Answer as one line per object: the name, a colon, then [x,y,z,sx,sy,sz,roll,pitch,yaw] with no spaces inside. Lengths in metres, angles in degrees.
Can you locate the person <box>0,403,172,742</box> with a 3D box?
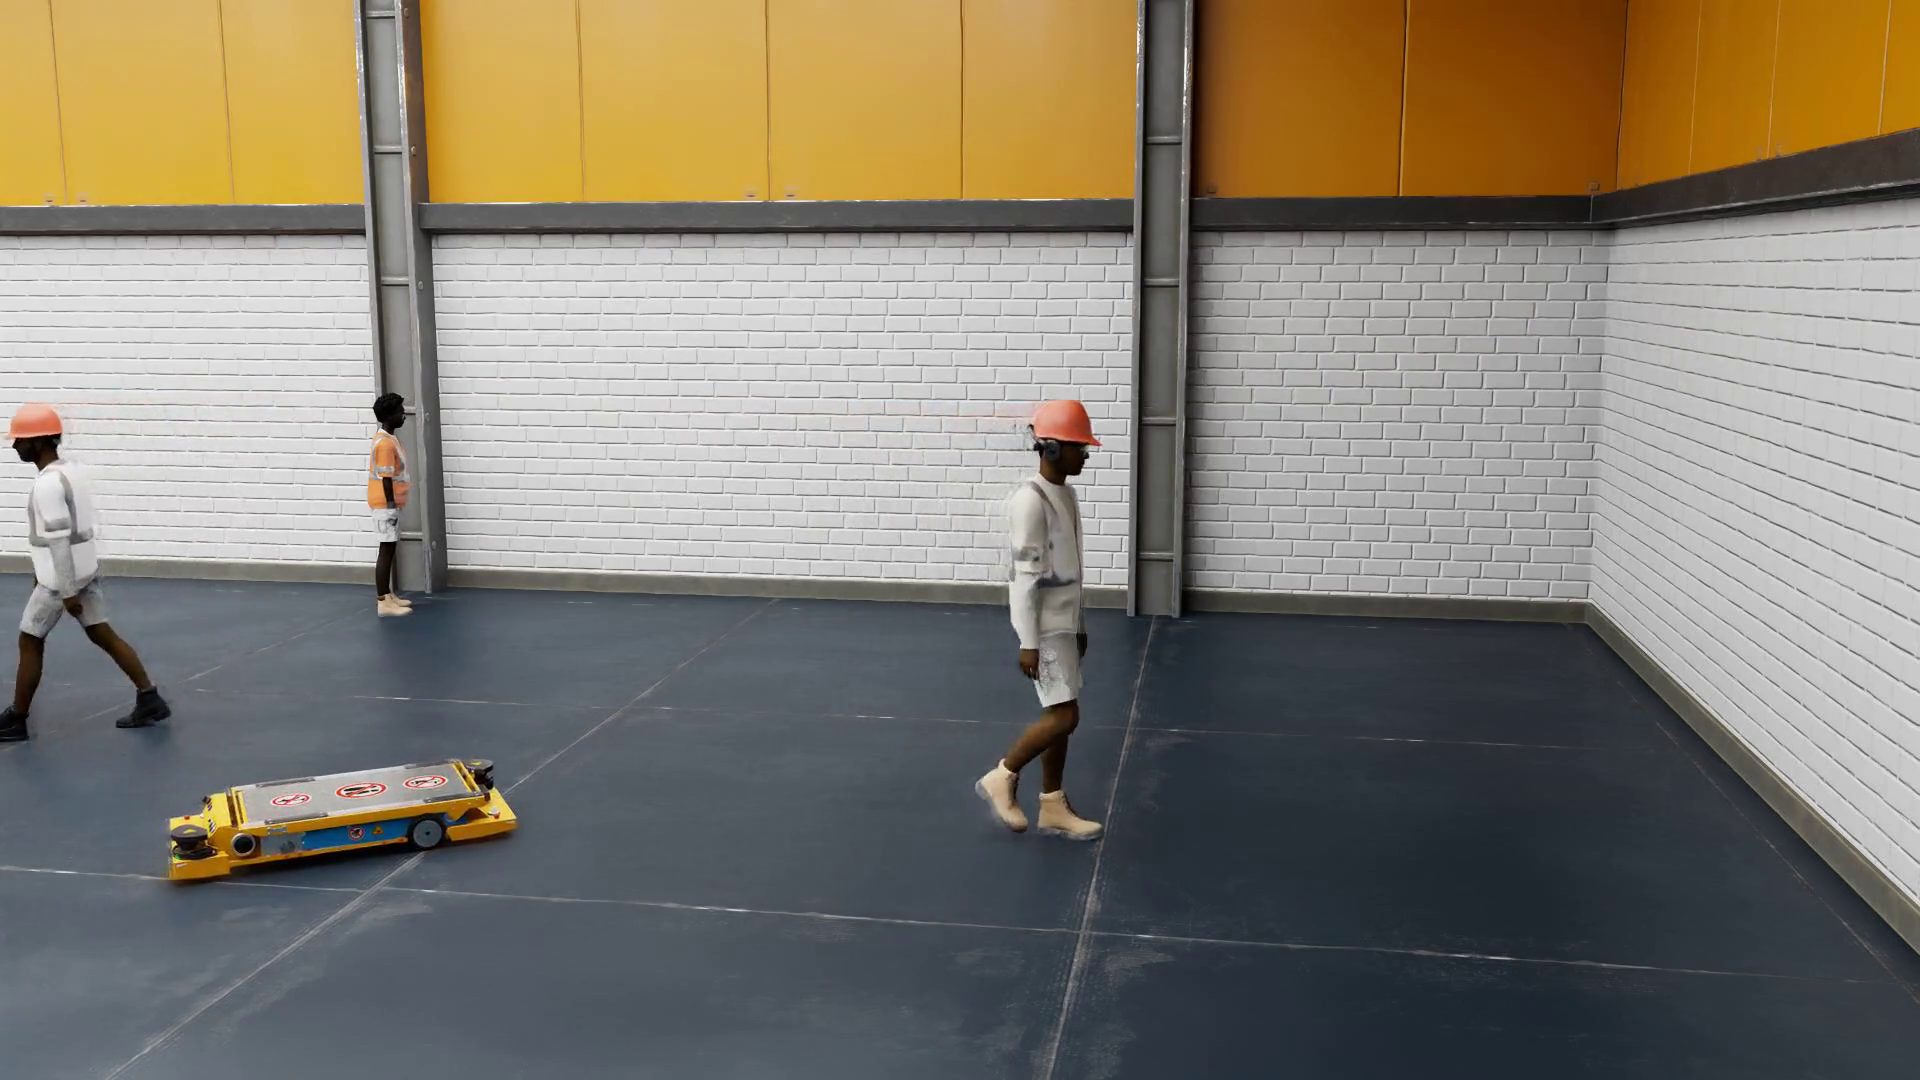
person: [-4.974,0.178,9.257,1.006,1.891,0.559,-2,9,-11]

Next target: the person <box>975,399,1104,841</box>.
person: [0.403,0.378,7.532,0.473,2.031,0.643,4,10,21]

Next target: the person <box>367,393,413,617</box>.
person: [-4.321,-0.269,12.597,0.321,1.690,0.529,-3,10,-17]

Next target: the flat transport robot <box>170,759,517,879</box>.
flat transport robot: [-2.815,1.248,7.595,1.431,0.197,0.652,-4,10,-26]
